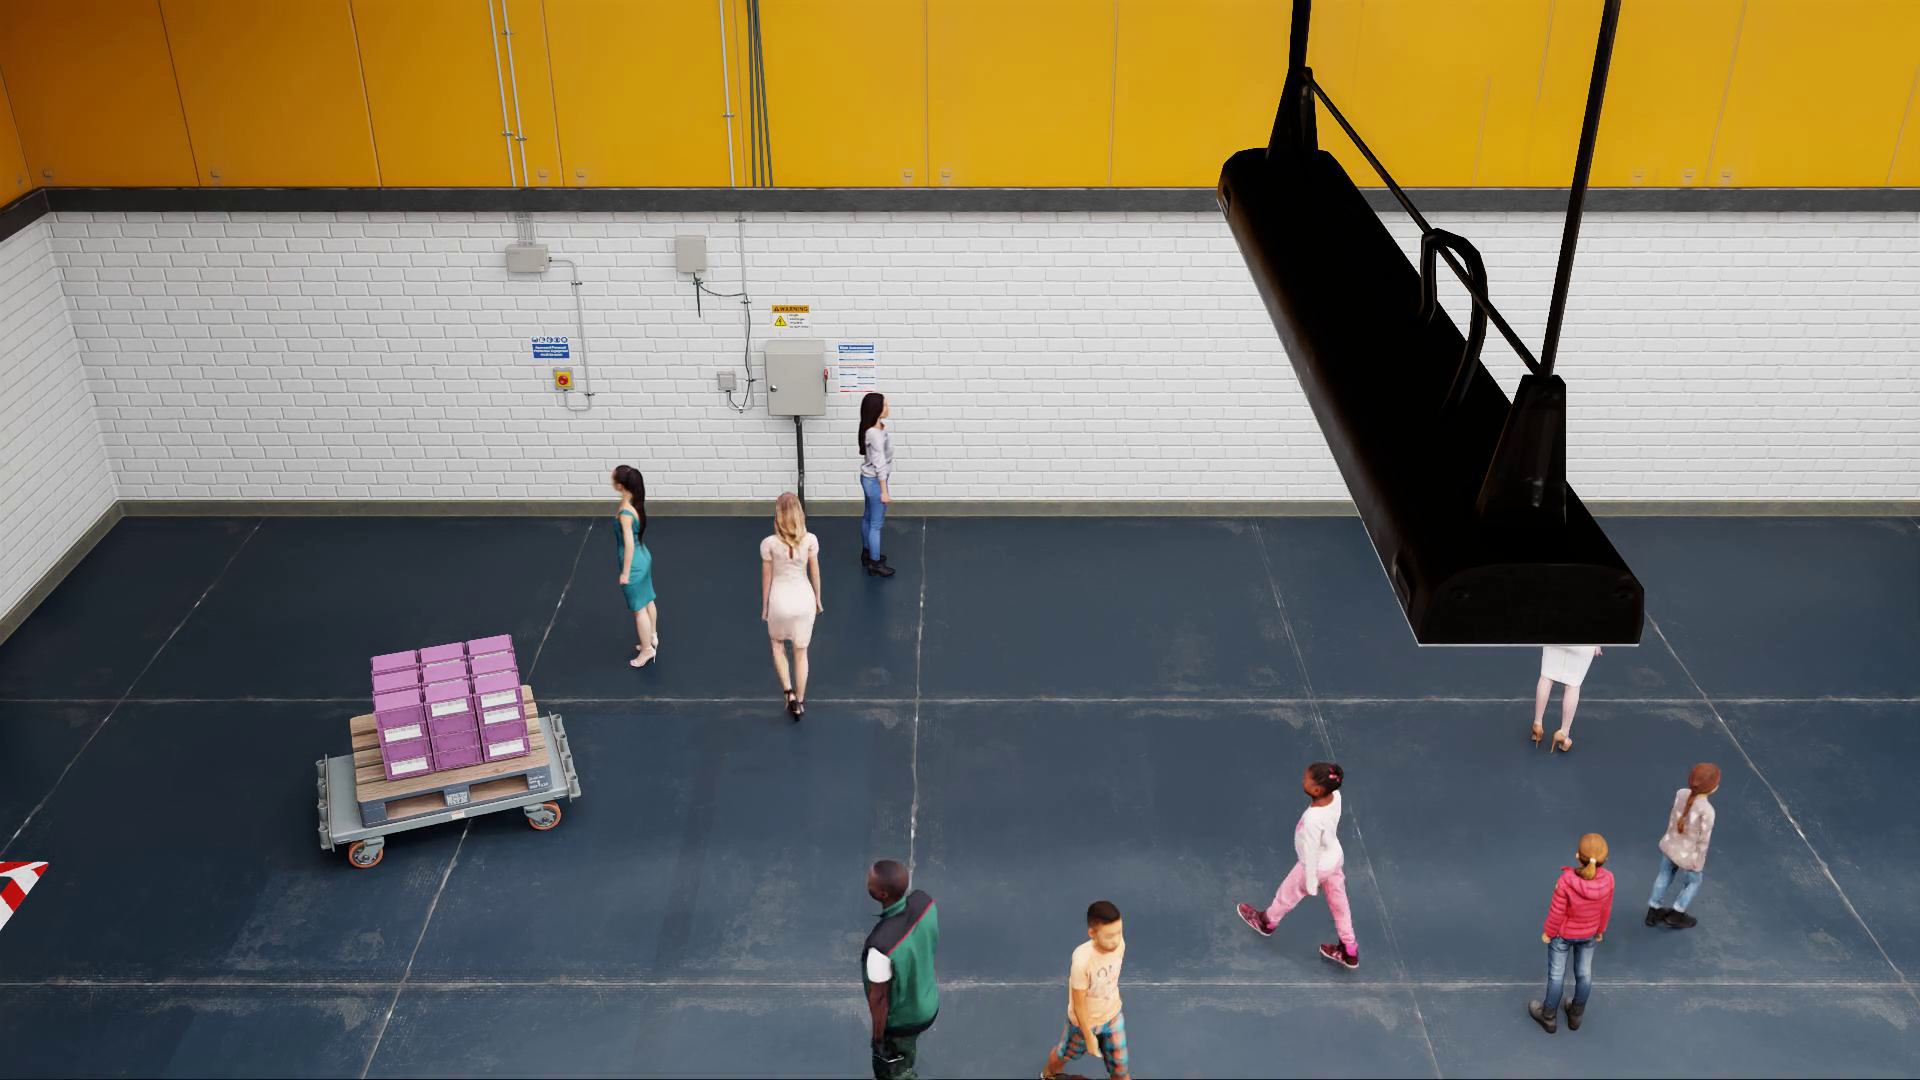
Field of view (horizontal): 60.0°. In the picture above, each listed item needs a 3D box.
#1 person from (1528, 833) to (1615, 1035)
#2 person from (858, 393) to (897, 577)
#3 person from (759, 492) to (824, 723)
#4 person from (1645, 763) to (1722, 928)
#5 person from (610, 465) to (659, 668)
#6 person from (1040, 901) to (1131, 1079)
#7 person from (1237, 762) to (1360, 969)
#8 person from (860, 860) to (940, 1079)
[{"bbox_3d":[3.454,2.202,9.327,0.520,1.317,0.492,-2,29,-4],"label":"person"},{"bbox_3d":[-0.722,-0.480,13.913,0.712,1.633,0.533,-7,29,-13],"label":"person"},{"bbox_3d":[-1.197,0.536,11.856,0.651,1.819,0.670,-5,29,-10],"label":"person"},{"bbox_3d":[4.341,1.875,10.066,0.633,1.183,0.545,-10,30,-18],"label":"person"},{"bbox_3d":[-2.467,0.186,12.632,0.622,1.691,0.426,2,29,3],"label":"person"},{"bbox_3d":[0.651,2.460,8.736,0.890,1.429,1.023,-20,34,-32],"label":"person"},{"bbox_3d":[2.173,1.916,9.762,1.007,1.403,0.984,23,36,36],"label":"person"},{"bbox_3d":[-0.228,2.409,8.426,1.063,1.816,1.104,16,32,27],"label":"person"}]
